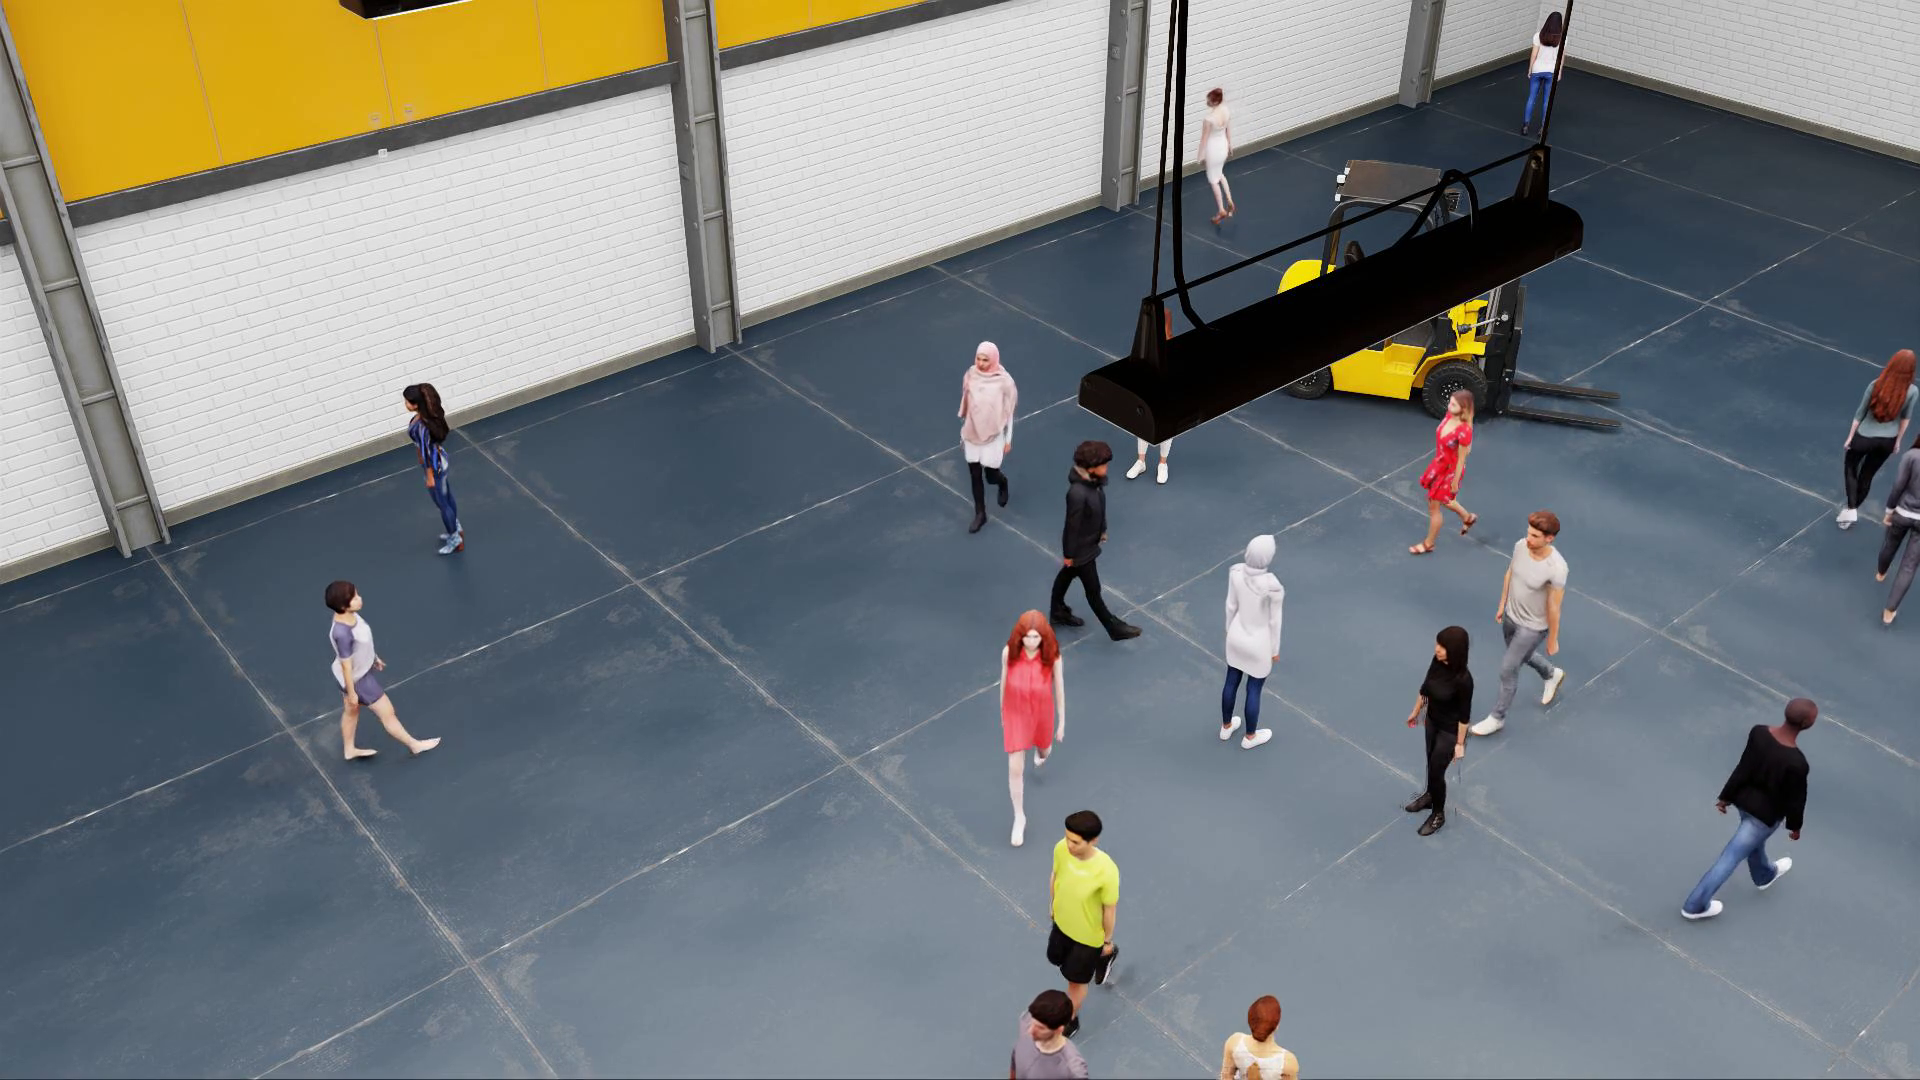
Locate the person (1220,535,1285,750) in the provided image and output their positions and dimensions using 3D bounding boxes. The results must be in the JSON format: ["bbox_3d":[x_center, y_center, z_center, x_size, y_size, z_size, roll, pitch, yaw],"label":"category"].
[{"bbox_3d":[2.079,0.729,11.934,0.622,1.775,0.550,29,43,36],"label":"person"}]

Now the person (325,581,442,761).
[{"bbox_3d":[-4.356,0.965,11.794,1.004,1.537,0.800,-10,35,-14],"label":"person"}]

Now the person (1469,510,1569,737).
[{"bbox_3d":[4.191,0.566,12.101,1.230,1.863,0.928,-14,36,-20],"label":"person"}]

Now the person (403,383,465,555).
[{"bbox_3d":[-4.454,-0.620,14.104,0.717,1.621,0.702,-5,34,-7],"label":"person"}]

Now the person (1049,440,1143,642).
[{"bbox_3d":[0.870,-0.005,13.070,1.033,1.740,1.078,11,35,16],"label":"person"}]

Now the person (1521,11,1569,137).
[{"bbox_3d":[7.957,-6.336,22.644,0.677,1.685,0.672,13,36,19],"label":"person"}]

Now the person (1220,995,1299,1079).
[{"bbox_3d":[1.515,3.018,8.624,0.741,1.628,0.956,18,37,24],"label":"person"}]

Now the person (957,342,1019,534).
[{"bbox_3d":[0.252,-0.929,14.414,0.826,1.791,0.940,14,36,20],"label":"person"}]

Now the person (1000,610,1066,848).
[{"bbox_3d":[0.484,1.164,11.263,1.080,1.794,1.153,3,34,5],"label":"person"}]

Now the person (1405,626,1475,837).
[{"bbox_3d":[3.325,1.250,11.277,0.636,1.635,0.664,-13,36,-19],"label":"person"}]

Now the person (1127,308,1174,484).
[{"bbox_3d":[1.790,-1.331,15.090,0.692,1.712,0.704,11,35,16],"label":"person"}]

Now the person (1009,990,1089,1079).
[{"bbox_3d":[0.427,2.959,8.509,0.548,1.853,0.681,-22,39,-29],"label":"person"}]

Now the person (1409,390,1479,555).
[{"bbox_3d":[4.199,-0.579,14.077,0.934,1.581,0.823,-4,34,-6],"label":"person"}]

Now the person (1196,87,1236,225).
[{"bbox_3d":[3.110,-4.583,19.952,0.525,1.746,0.730,-17,37,-24],"label":"person"}]

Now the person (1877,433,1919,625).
[{"bbox_3d":[7.633,-0.135,13.286,0.868,1.718,1.204,20,38,27],"label":"person"}]

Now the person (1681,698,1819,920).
[{"bbox_3d":[4.947,1.736,10.485,1.191,1.702,0.884,-11,35,-16],"label":"person"}]

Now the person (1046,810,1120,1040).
[{"bbox_3d":[0.764,2.205,9.791,0.954,1.689,0.653,-28,43,-36],"label":"person"}]

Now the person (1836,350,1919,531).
[{"bbox_3d":[7.848,-0.802,14.278,0.756,1.731,0.824,10,35,15],"label":"person"}]
